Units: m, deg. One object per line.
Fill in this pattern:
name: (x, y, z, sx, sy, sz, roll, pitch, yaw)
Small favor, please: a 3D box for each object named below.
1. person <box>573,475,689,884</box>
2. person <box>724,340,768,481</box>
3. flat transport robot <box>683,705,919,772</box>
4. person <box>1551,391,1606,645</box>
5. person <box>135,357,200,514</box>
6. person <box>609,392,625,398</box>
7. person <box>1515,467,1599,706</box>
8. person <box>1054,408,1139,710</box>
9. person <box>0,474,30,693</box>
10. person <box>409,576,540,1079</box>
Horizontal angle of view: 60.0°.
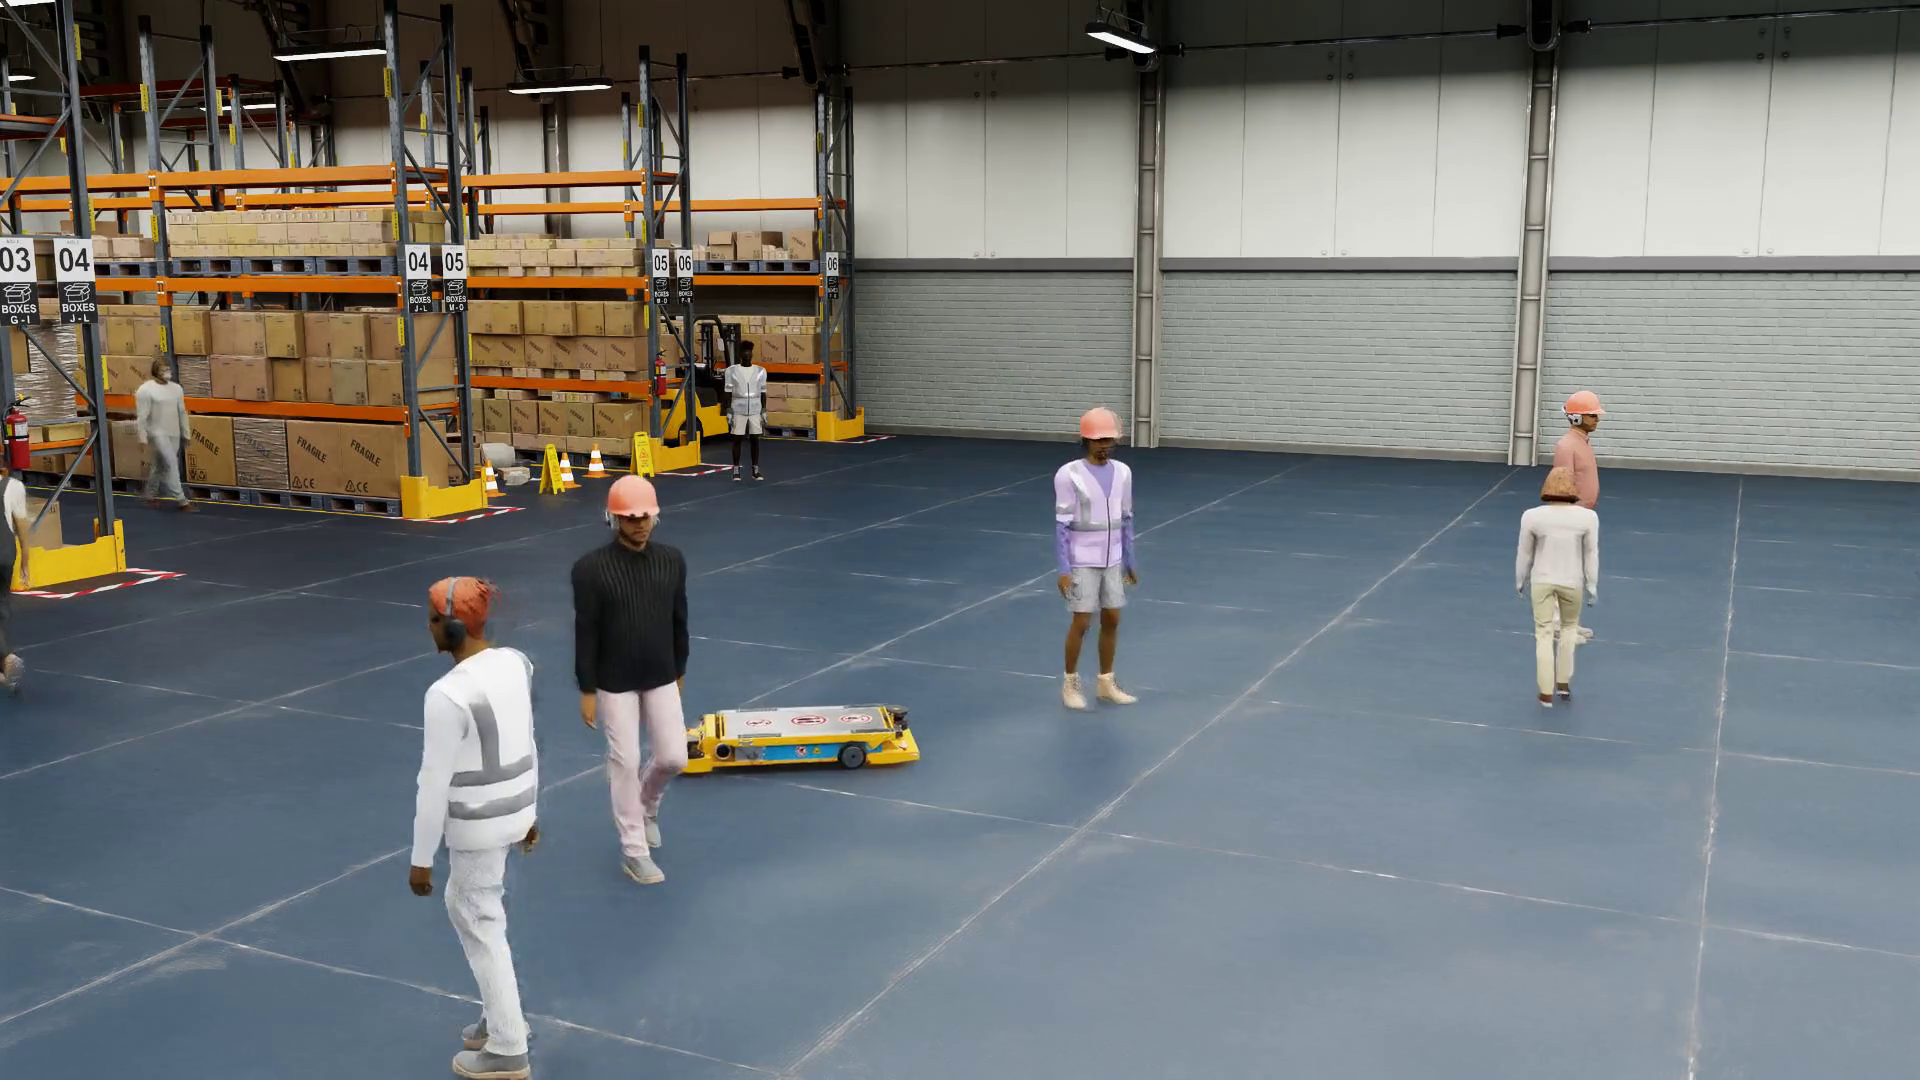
person: (-1.583, 0.662, 8.044, 0.620, 1.978, 0.496, -6, 11, -33)
person: (-2.977, -1.803, 23.192, 0.604, 1.967, 0.367, -3, 10, -19)
flat transport robot: (-0.995, 1.187, 10.047, 1.431, 0.197, 0.652, -1, 9, -9)
person: (4.865, -0.182, 13.166, 0.379, 1.996, 0.609, 6, 11, 32)
person: (-9.672, -1.269, 20.155, 0.999, 1.900, 0.644, 4, 10, 21)
person: (-5.487, -2.185, 26.381, 0.457, 1.679, 0.555, 5, 10, 26)
person: (4.066, 0.298, 11.355, 0.530, 1.610, 0.584, 3, 10, 16)
person: (0.925, 0.134, 11.173, 0.666, 2.037, 0.422, -6, 11, -32)
person: (-6.751, 0.164, 11.594, 0.770, 1.821, 0.520, 7, 11, 36)
person: (-1.782, 1.048, 6.035, 0.512, 1.865, 0.593, 2, 9, 12)
